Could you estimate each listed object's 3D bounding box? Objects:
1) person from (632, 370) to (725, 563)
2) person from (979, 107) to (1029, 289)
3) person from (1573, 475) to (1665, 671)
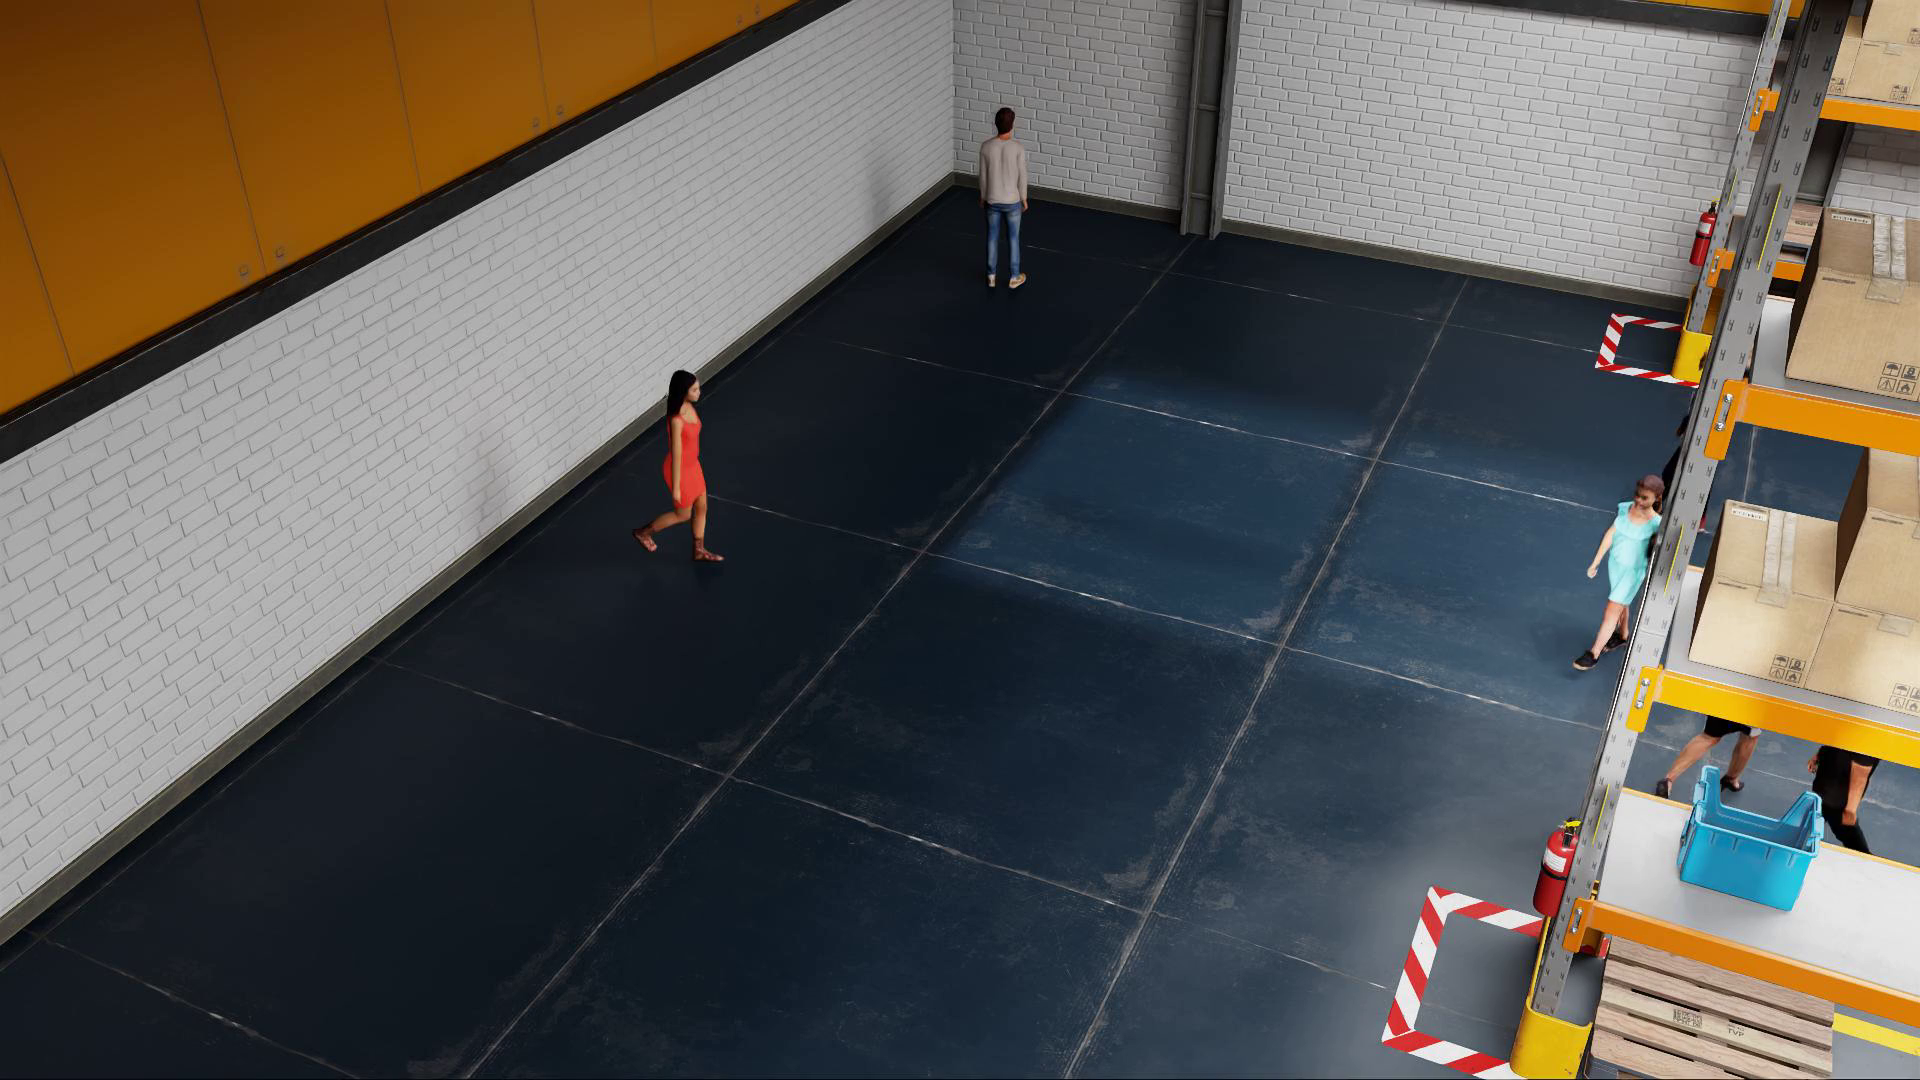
[{"bbox_3d":[-2.236,-0.520,12.915,1.031,1.691,0.822,1,34,2],"label":"person"},{"bbox_3d":[0.446,-3.542,17.273,0.576,1.902,0.777,7,34,11],"label":"person"},{"bbox_3d":[4.866,0.183,12.002,0.918,1.533,0.904,-15,36,-21],"label":"person"}]
